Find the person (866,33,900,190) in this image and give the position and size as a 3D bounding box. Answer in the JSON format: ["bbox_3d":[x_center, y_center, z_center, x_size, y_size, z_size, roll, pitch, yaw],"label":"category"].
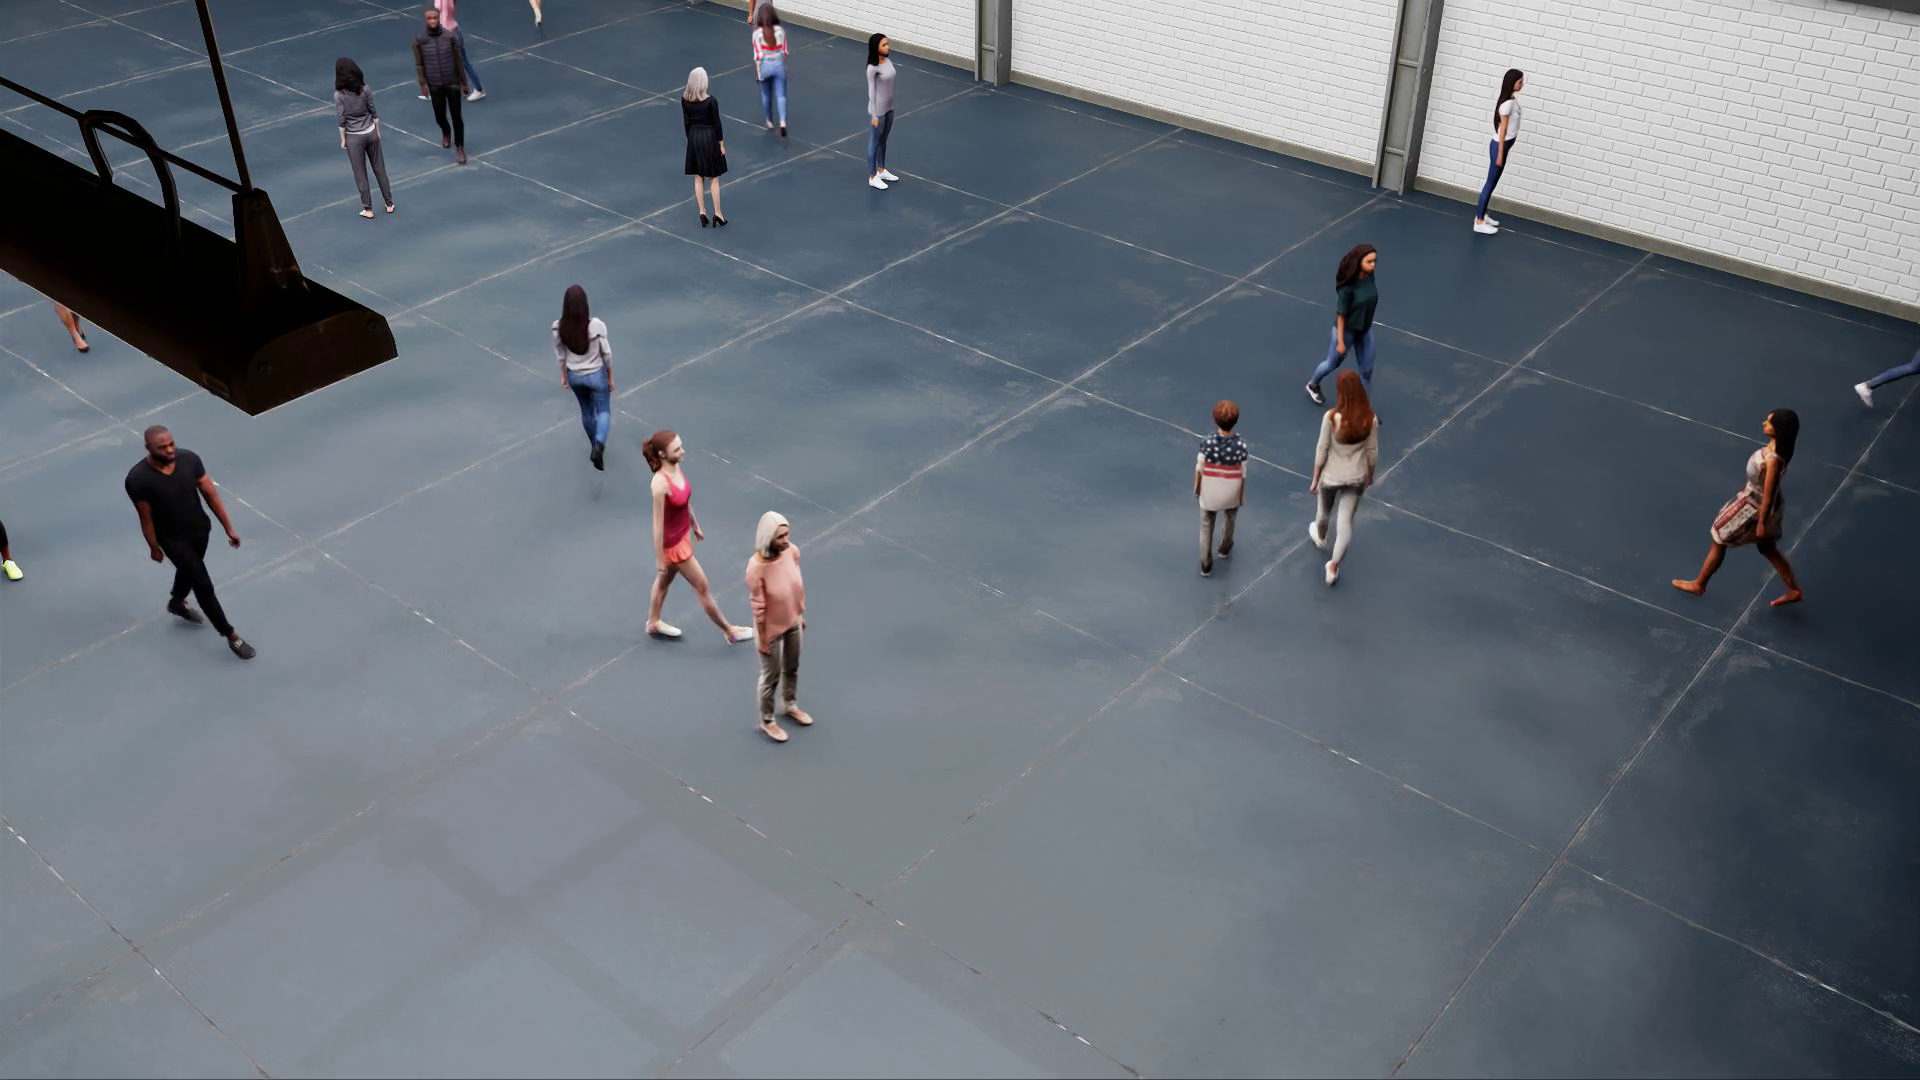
[{"bbox_3d":[-0.919,-4.919,19.003,0.598,1.735,0.653,16,37,23],"label":"person"}]

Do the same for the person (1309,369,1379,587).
[{"bbox_3d":[2.833,-0.402,12.265,1.006,1.672,1.008,3,34,5],"label":"person"}]

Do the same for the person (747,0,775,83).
[{"bbox_3d":[-2.615,-6.989,22.076,0.499,1.781,0.575,25,41,33],"label":"person"}]

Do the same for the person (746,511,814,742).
[{"bbox_3d":[-1.183,0.534,10.809,0.534,1.725,0.599,21,39,29],"label":"person"}]

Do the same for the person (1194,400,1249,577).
[{"bbox_3d":[1.942,-0.359,12.424,0.756,1.425,0.773,6,34,9],"label":"person"}]

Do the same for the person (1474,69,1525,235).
[{"bbox_3d":[5.785,-4.180,17.857,0.617,1.775,0.642,12,35,17],"label":"person"}]

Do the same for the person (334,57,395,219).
[{"bbox_3d":[-6.550,-4.408,18.207,0.639,1.765,0.585,-23,40,-30],"label":"person"}]

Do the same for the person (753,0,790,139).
[{"bbox_3d":[-2.273,-5.720,20.342,0.978,1.588,1.091,-7,34,-10],"label":"person"}]

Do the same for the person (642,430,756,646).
[{"bbox_3d":[-2.065,0.005,11.615,1.154,1.713,0.971,3,34,5],"label":"person"}]

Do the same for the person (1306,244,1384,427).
[{"bbox_3d":[3.349,-1.827,14.496,0.819,1.576,1.142,-19,38,-26],"label":"person"}]

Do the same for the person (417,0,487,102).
[{"bbox_3d":[-6.446,-6.453,21.338,0.902,1.706,1.101,-19,38,-26],"label":"person"}]

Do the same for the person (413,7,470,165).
[{"bbox_3d":[-6.085,-5.391,19.636,0.922,1.822,0.997,-10,35,-15],"label":"person"}]

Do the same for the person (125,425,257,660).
[{"bbox_3d":[-5.473,-0.042,11.636,1.223,1.768,0.738,22,39,29],"label":"person"}]

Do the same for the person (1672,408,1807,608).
[{"bbox_3d":[5.861,-0.185,11.999,1.174,1.605,0.767,17,37,24],"label":"person"}]

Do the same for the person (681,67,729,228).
[{"bbox_3d":[-2.760,-4.244,17.979,0.644,1.746,0.752,8,34,12],"label":"person"}]

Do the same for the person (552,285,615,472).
[{"bbox_3d":[-3.066,-1.288,13.651,0.949,1.614,0.983,0,34,-1],"label":"person"}]
